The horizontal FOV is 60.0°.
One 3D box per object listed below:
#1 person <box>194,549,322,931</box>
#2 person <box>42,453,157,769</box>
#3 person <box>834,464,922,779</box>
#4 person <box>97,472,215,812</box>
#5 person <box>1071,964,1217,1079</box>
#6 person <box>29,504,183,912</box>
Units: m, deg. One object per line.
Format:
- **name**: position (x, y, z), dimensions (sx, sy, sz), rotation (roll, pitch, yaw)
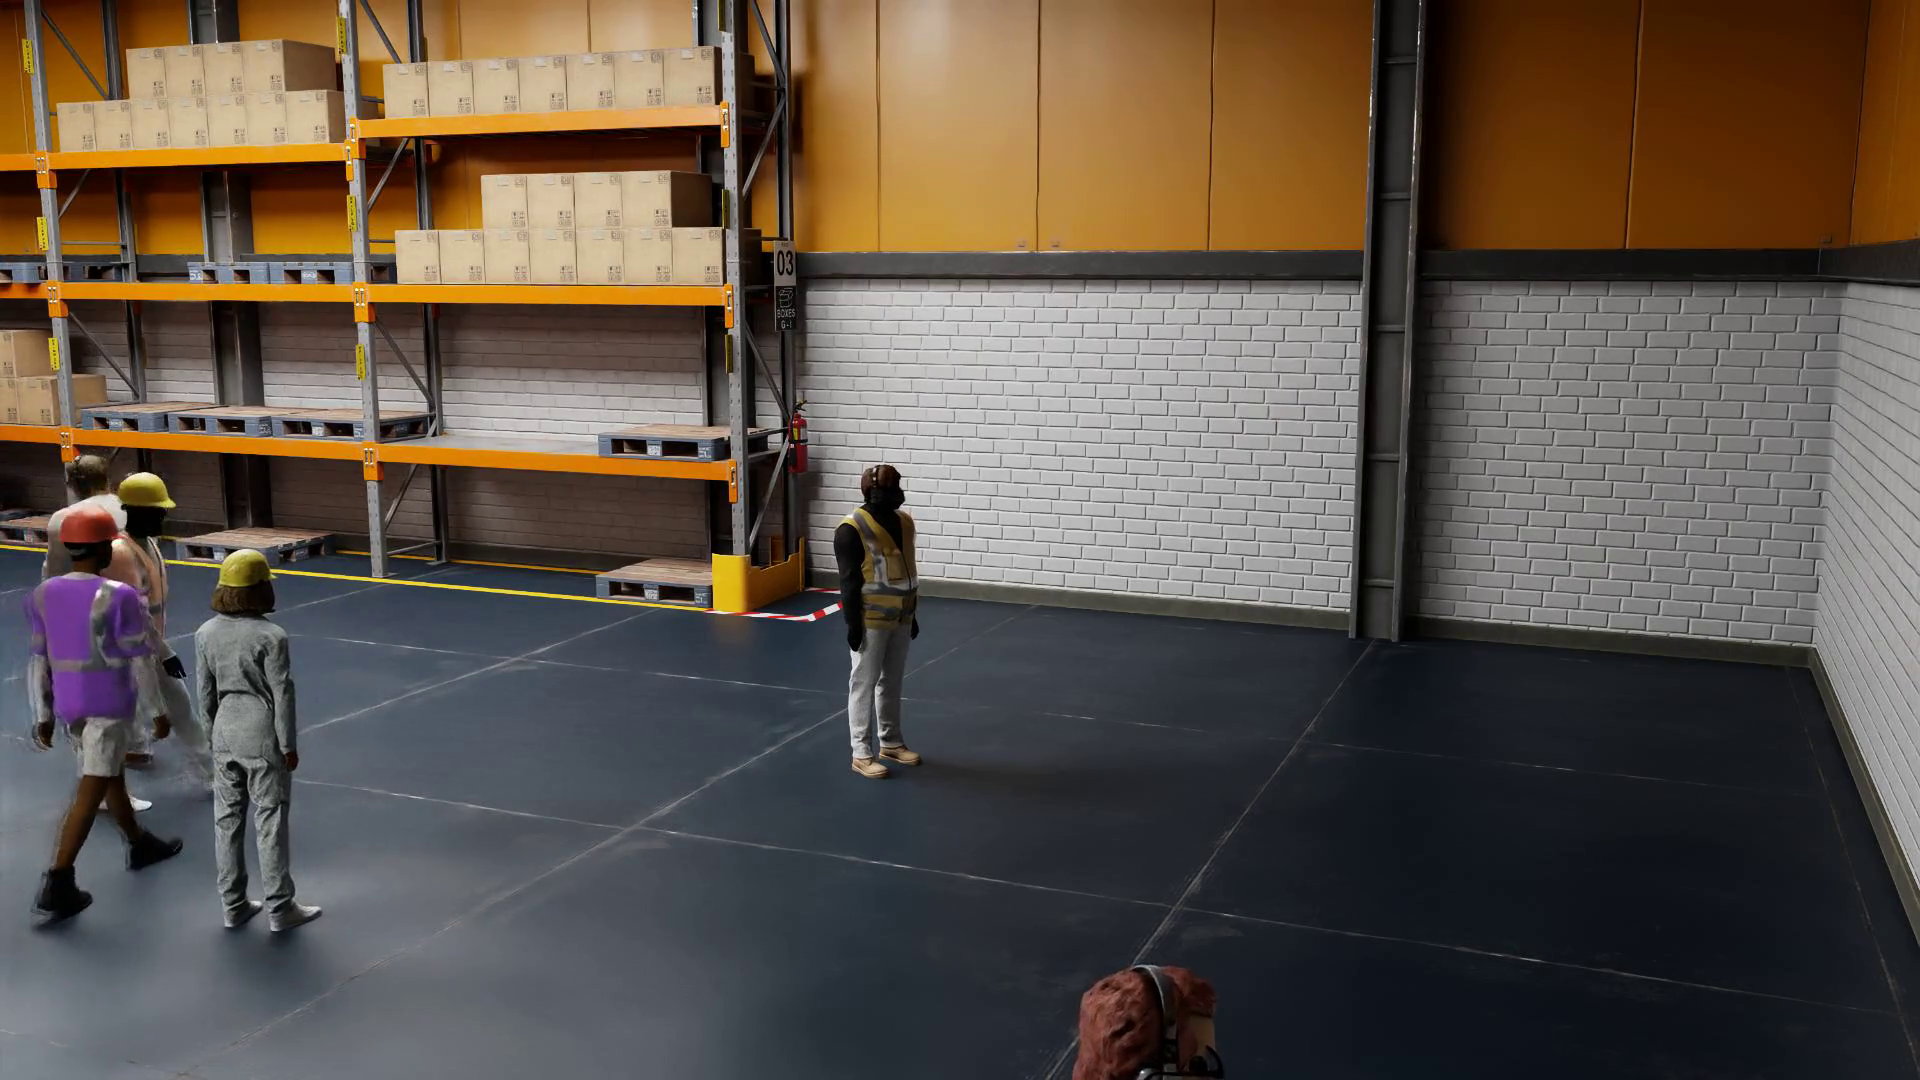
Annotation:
- **person**: position (-3.211, 0.904, 7.563), dimensions (0.487, 1.744, 0.314), rotation (3, 10, 17)
- **person**: position (-5.244, 0.421, 10.072), dimensions (0.953, 1.889, 0.619), rotation (5, 10, 26)
- **person**: position (-0.458, 0.469, 9.894), dimensions (0.429, 1.847, 0.626), rotation (7, 12, 36)
- **person**: position (-4.371, 0.573, 9.132), dimensions (0.939, 1.881, 0.590), rotation (-1, 9, -7)
- **person**: position (0.290, 1.618, 2.759), dimensions (0.409, 1.903, 0.639), rotation (-3, 10, -18)
- **person**: position (-4.129, 0.771, 7.937), dimensions (0.563, 1.893, 0.996), rotation (3, 10, 15)
